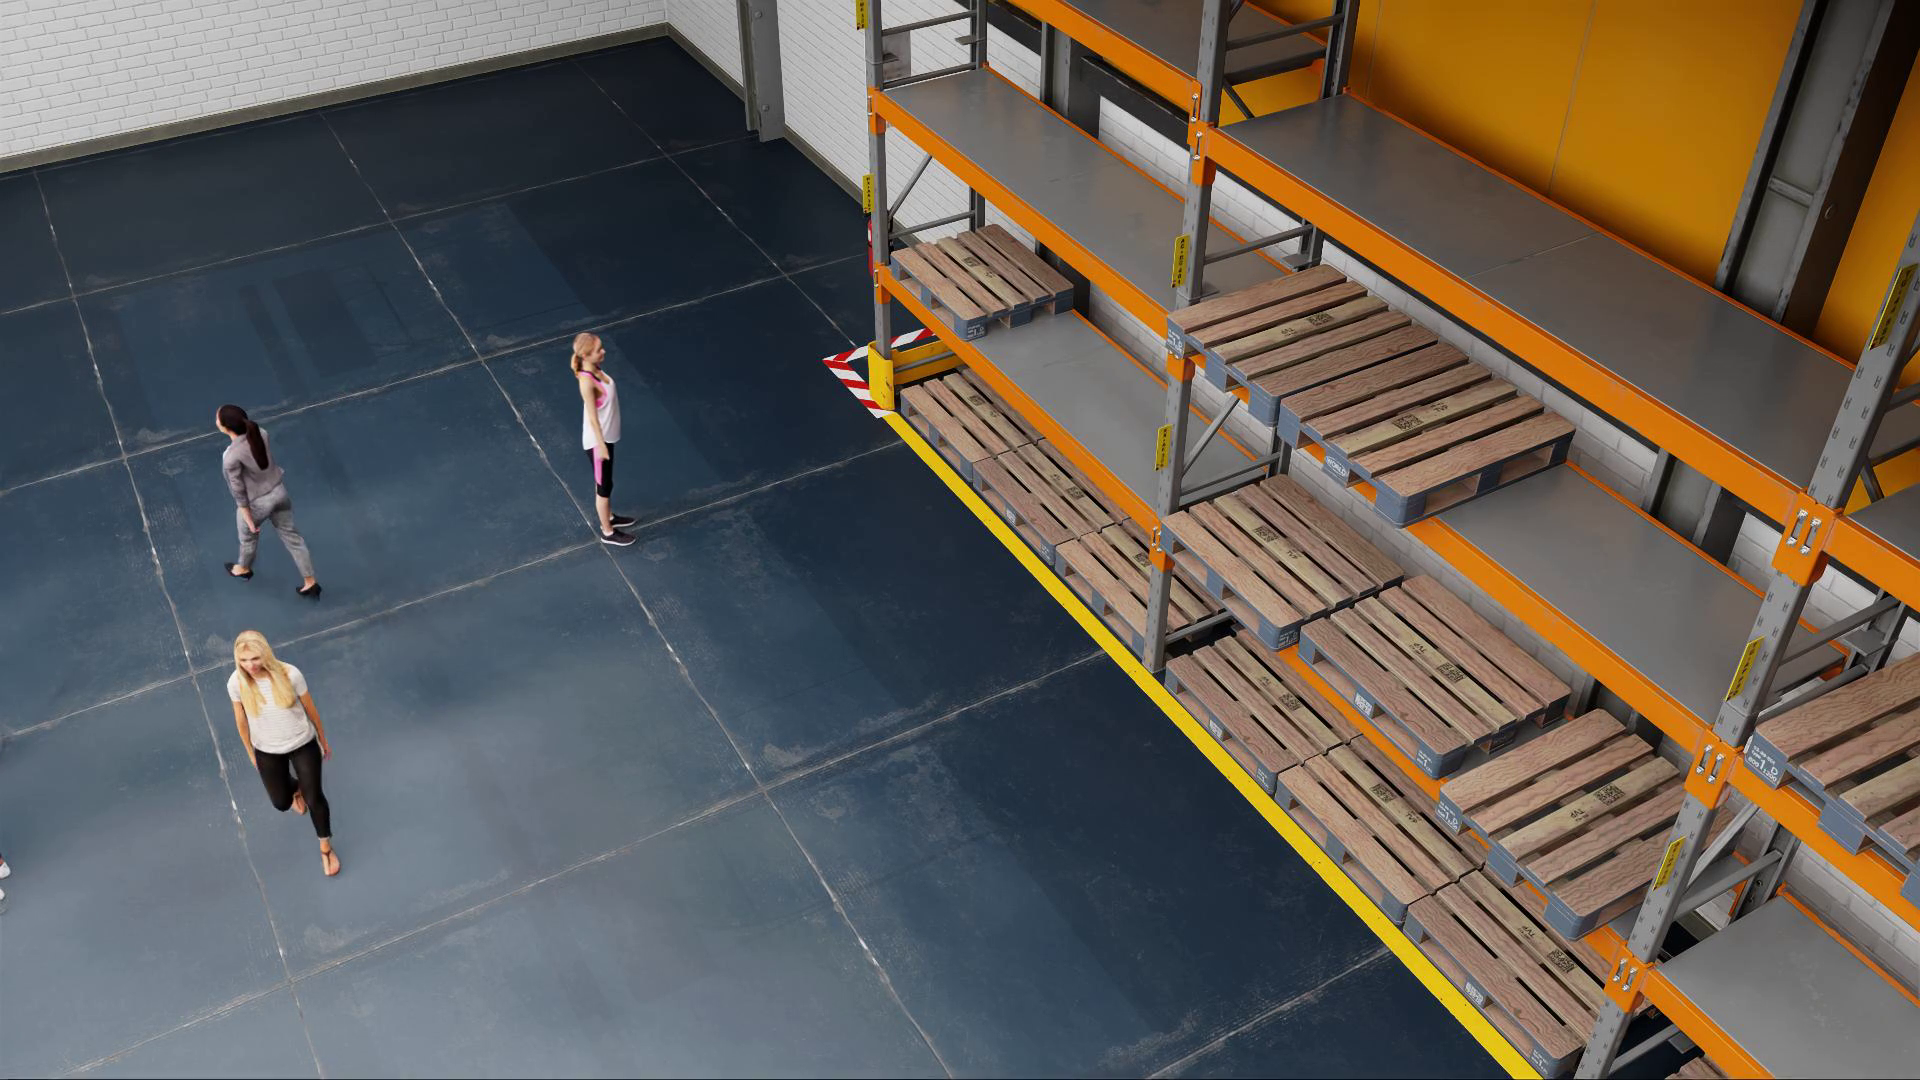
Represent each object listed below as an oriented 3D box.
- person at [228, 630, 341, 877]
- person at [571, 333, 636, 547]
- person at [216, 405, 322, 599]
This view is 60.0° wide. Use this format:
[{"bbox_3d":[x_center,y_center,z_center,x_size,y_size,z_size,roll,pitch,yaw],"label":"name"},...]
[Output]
[{"bbox_3d":[-4.003,1.184,9.894,0.689,1.812,0.929,-14,41,-17],"label":"person"},{"bbox_3d":[-2.681,-0.759,12.348,0.739,1.787,0.602,-3,39,-3],"label":"person"},{"bbox_3d":[-4.863,-0.225,11.796,1.126,1.641,0.998,15,41,18],"label":"person"}]
